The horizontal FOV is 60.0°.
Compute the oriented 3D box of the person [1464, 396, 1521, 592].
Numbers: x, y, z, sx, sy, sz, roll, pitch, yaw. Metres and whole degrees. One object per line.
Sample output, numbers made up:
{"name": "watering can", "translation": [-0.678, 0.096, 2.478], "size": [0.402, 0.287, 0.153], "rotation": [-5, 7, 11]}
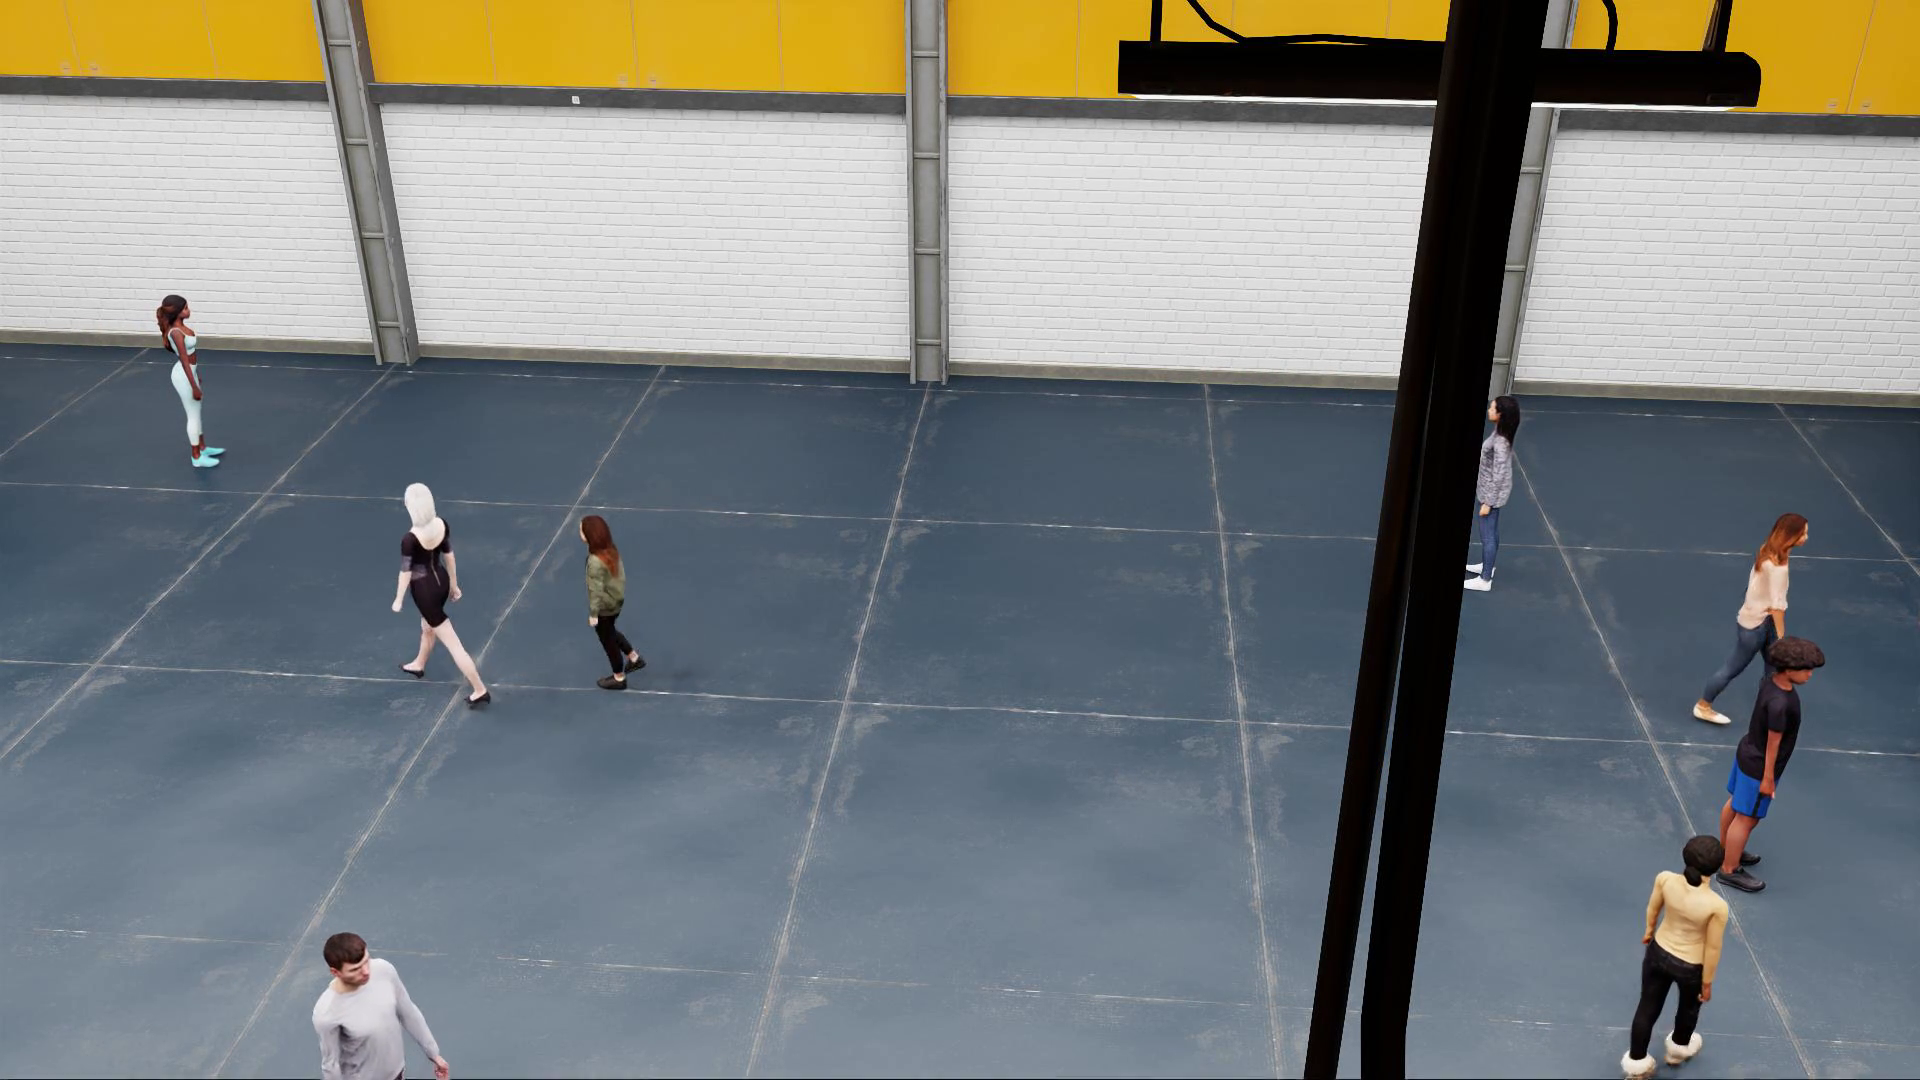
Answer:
{"name": "person", "translation": [4.456, -0.403, 13.908], "size": [0.639, 1.731, 0.676], "rotation": [12, 31, 21]}

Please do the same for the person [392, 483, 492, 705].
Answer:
{"name": "person", "translation": [-3.813, 0.456, 12.278], "size": [1.222, 1.783, 0.853], "rotation": [11, 31, 20]}

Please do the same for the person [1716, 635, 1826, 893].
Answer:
{"name": "person", "translation": [5.080, 1.393, 10.552], "size": [0.634, 1.792, 0.658], "rotation": [9, 30, 16]}

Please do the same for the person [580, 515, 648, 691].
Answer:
{"name": "person", "translation": [-2.592, 0.480, 12.565], "size": [0.626, 1.466, 0.644], "rotation": [-1, 29, -2]}

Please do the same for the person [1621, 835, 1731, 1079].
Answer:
{"name": "person", "translation": [3.840, 2.321, 9.003], "size": [0.970, 1.645, 0.919], "rotation": [-24, 36, -36]}

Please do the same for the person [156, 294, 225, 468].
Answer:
{"name": "person", "translation": [-7.434, -1.539, 15.997], "size": [0.661, 1.725, 0.645], "rotation": [-11, 30, -19]}

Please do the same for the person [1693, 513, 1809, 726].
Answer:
{"name": "person", "translation": [5.677, 0.593, 12.050], "size": [1.027, 1.761, 0.835], "rotation": [16, 32, 26]}

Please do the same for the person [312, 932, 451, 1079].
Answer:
{"name": "person", "translation": [-2.973, 2.636, 8.271], "size": [1.251, 1.794, 0.921], "rotation": [13, 31, 22]}
